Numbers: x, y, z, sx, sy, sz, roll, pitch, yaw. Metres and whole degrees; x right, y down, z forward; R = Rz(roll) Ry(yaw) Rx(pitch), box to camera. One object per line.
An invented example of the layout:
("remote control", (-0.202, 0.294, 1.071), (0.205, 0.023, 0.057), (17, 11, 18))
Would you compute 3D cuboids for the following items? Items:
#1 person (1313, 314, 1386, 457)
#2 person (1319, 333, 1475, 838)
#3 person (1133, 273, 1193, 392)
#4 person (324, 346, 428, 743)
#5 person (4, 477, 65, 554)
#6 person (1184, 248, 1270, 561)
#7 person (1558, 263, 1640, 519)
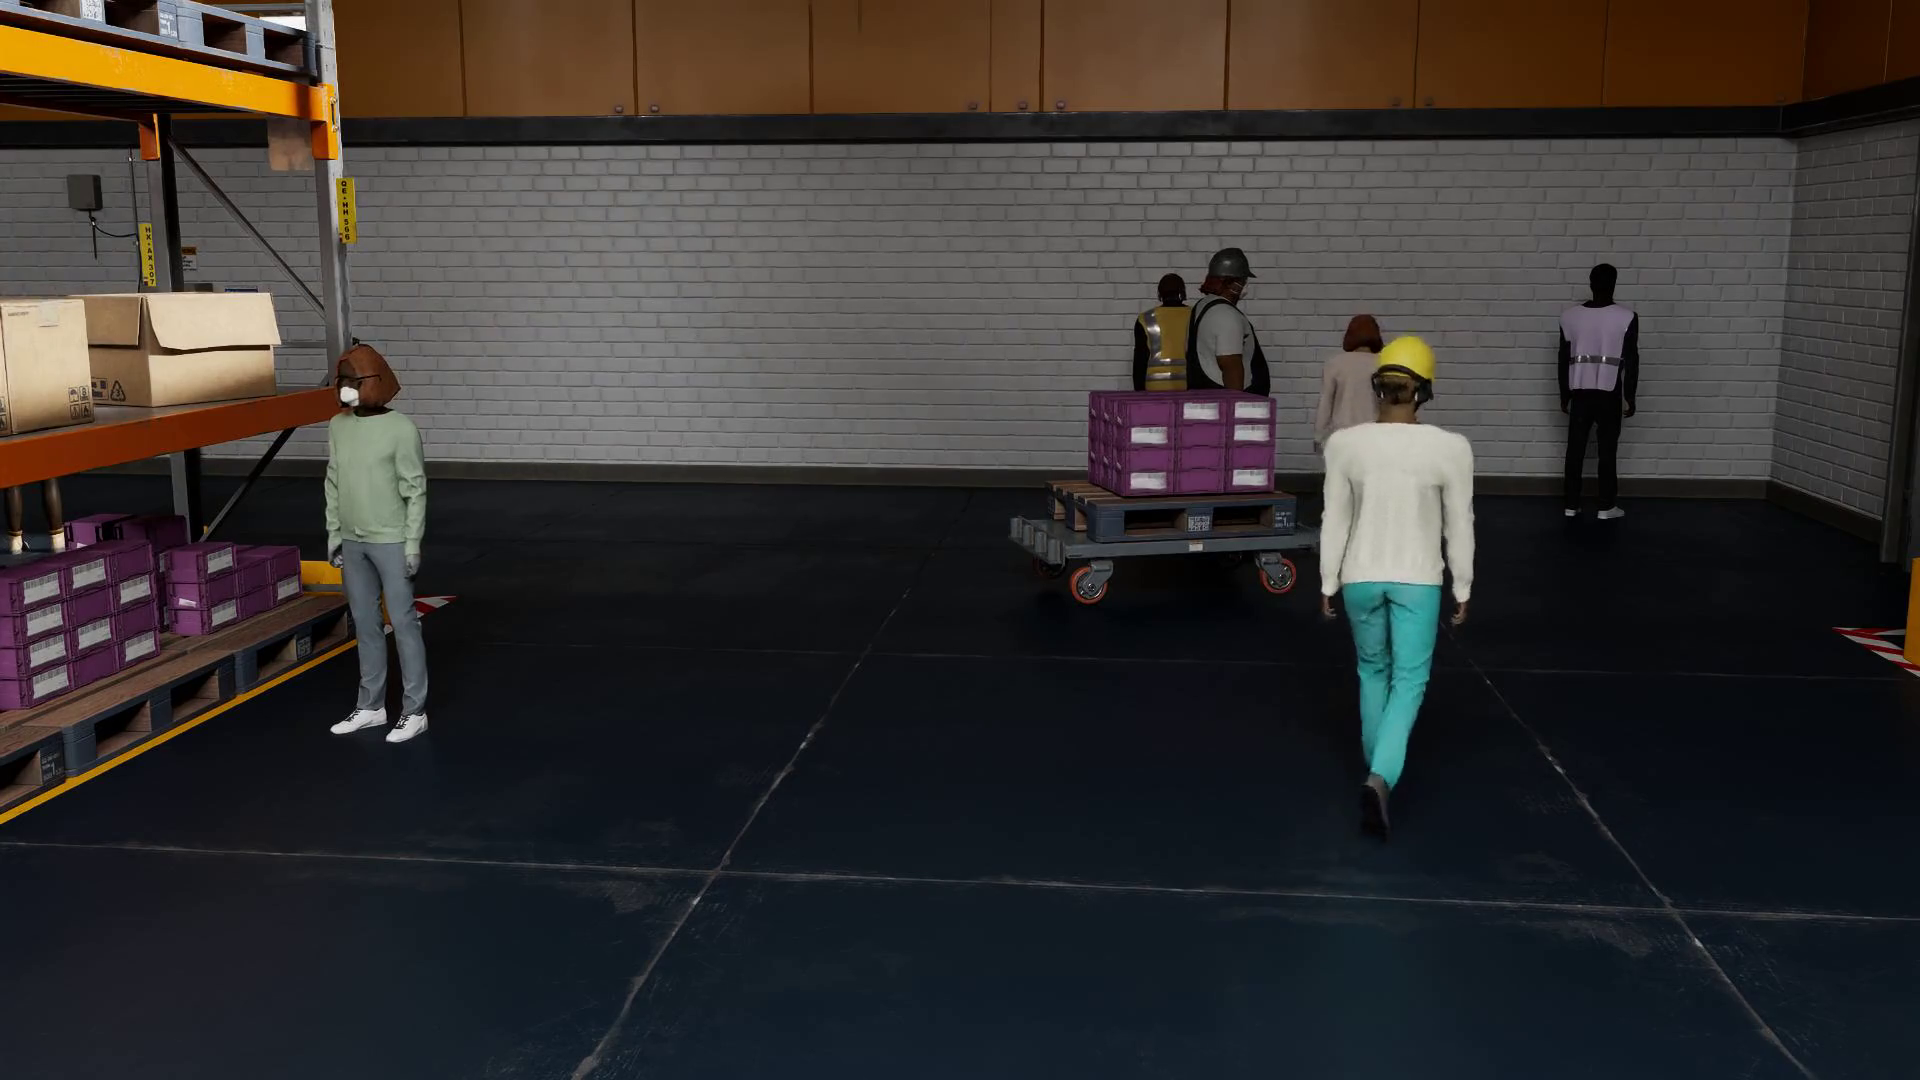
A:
("person", (2.543, -0.645, 10.721), (0.527, 1.604, 0.453), (1, 10, 7))
("person", (1.514, 0.147, 5.852), (0.532, 1.739, 0.795), (5, 11, 26))
("person", (1.636, -1.142, 12.932), (0.624, 1.841, 0.430), (-1, 10, -7))
("person", (-2.420, 0.017, 6.878), (0.507, 1.632, 0.277), (5, 11, 26))
("person", (-6.205, -0.746, 11.068), (0.541, 1.696, 0.316), (-2, 10, -10))
("person", (1.766, -0.895, 10.939), (0.538, 2.000, 0.690), (-2, 10, -12))
("person", (4.801, -1.117, 12.552), (0.593, 1.921, 0.391), (8, 12, 37))
